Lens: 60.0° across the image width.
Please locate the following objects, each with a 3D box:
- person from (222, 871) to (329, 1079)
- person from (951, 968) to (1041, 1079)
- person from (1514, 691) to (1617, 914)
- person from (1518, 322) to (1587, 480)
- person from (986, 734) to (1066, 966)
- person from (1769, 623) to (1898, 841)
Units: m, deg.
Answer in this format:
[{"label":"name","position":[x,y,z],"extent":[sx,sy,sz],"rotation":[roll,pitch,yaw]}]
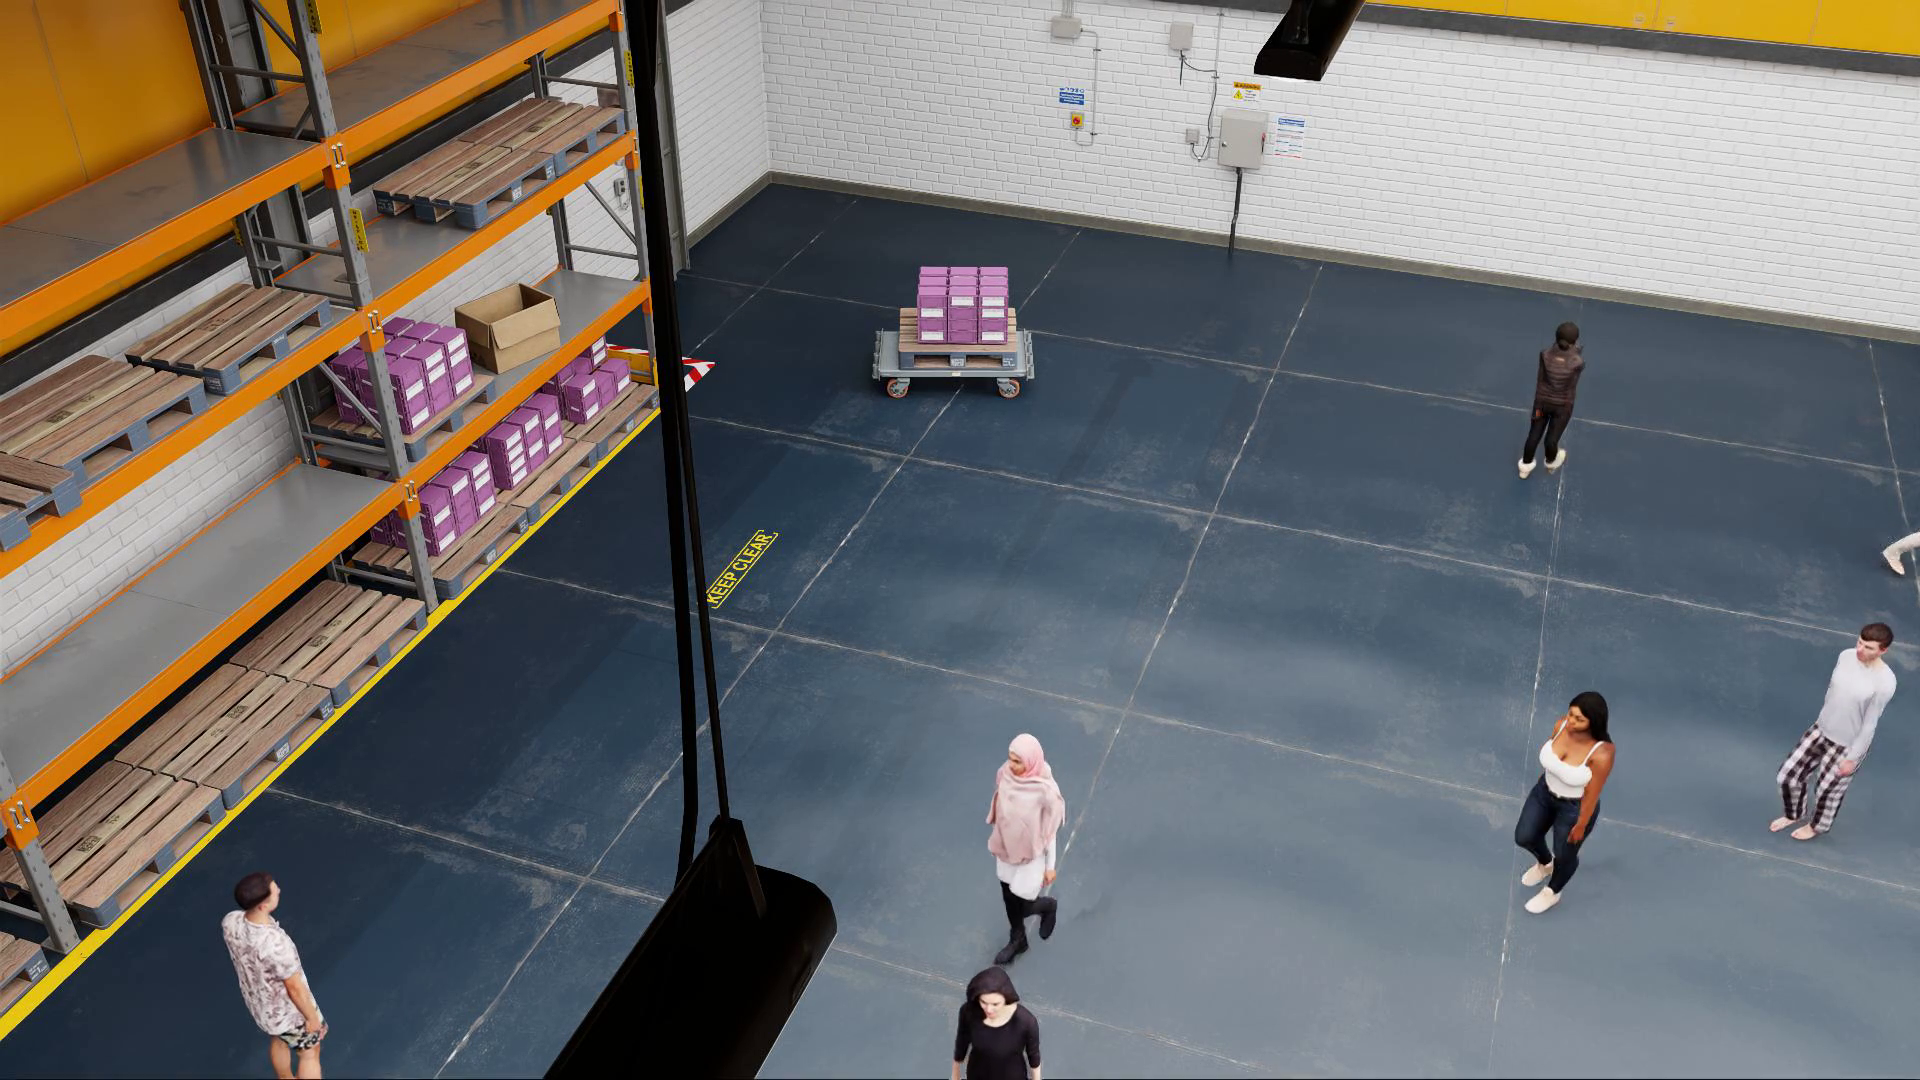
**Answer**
[{"label":"person","position":[-3.839,2.579,9.350],"extent":[0.721,1.809,0.648],"rotation":[20,38,27]},{"label":"person","position":[0.234,2.871,8.929],"extent":[0.630,1.788,0.614],"rotation":[13,36,18]},{"label":"person","position":[3.972,1.669,10.728],"extent":[0.854,1.798,0.796],"rotation":[-18,37,-25]},{"label":"person","position":[5.494,-1.300,15.320],"extent":[0.612,1.660,0.741],"rotation":[15,36,21]},{"label":"person","position":[0.450,1.907,10.376],"extent":[0.769,1.791,0.859],"rotation":[26,41,33]},{"label":"person","position":[6.014,1.309,11.237],"extent":[0.875,1.834,0.815],"rotation":[-13,36,-19]}]
